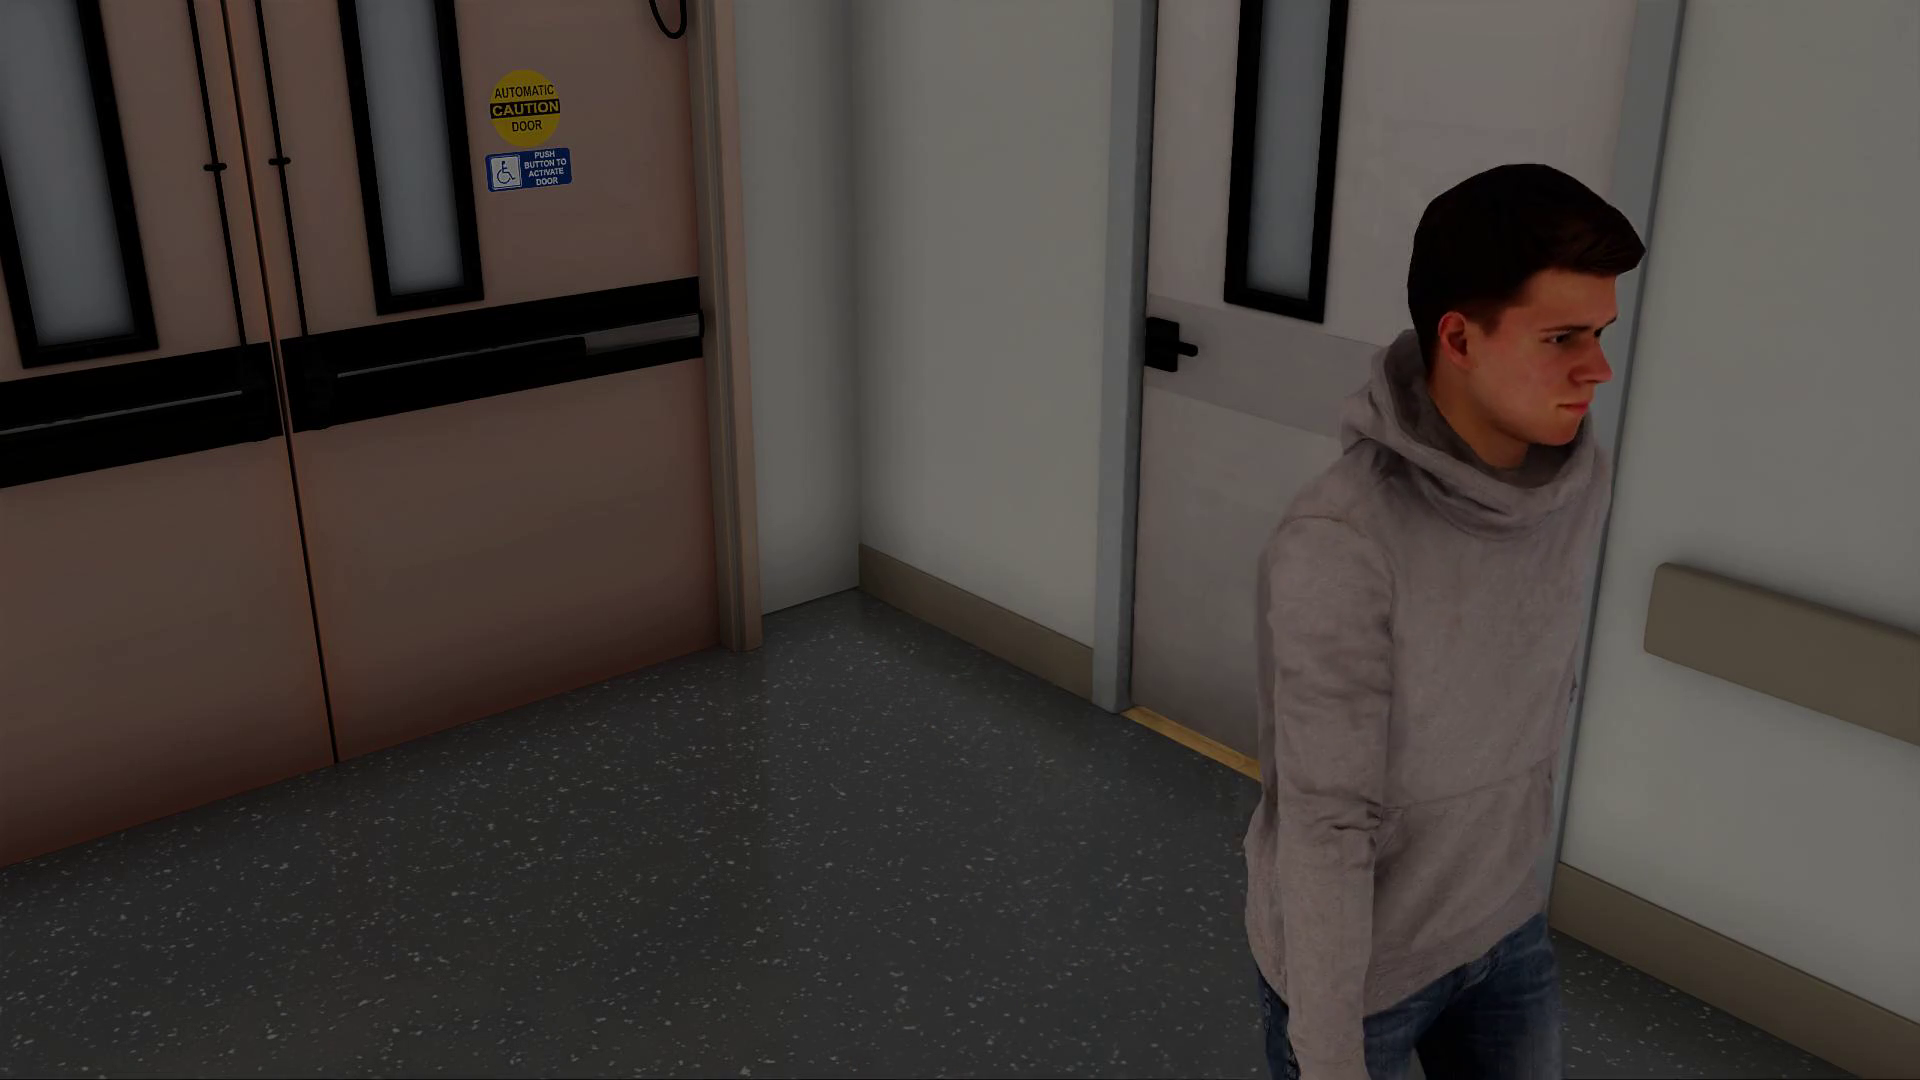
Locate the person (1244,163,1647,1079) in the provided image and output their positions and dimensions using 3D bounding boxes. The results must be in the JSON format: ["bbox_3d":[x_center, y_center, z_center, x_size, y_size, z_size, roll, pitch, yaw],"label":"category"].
[{"bbox_3d":[0.480,0.447,2.095,0.736,1.838,0.681,-13,25,-31],"label":"person"}]
